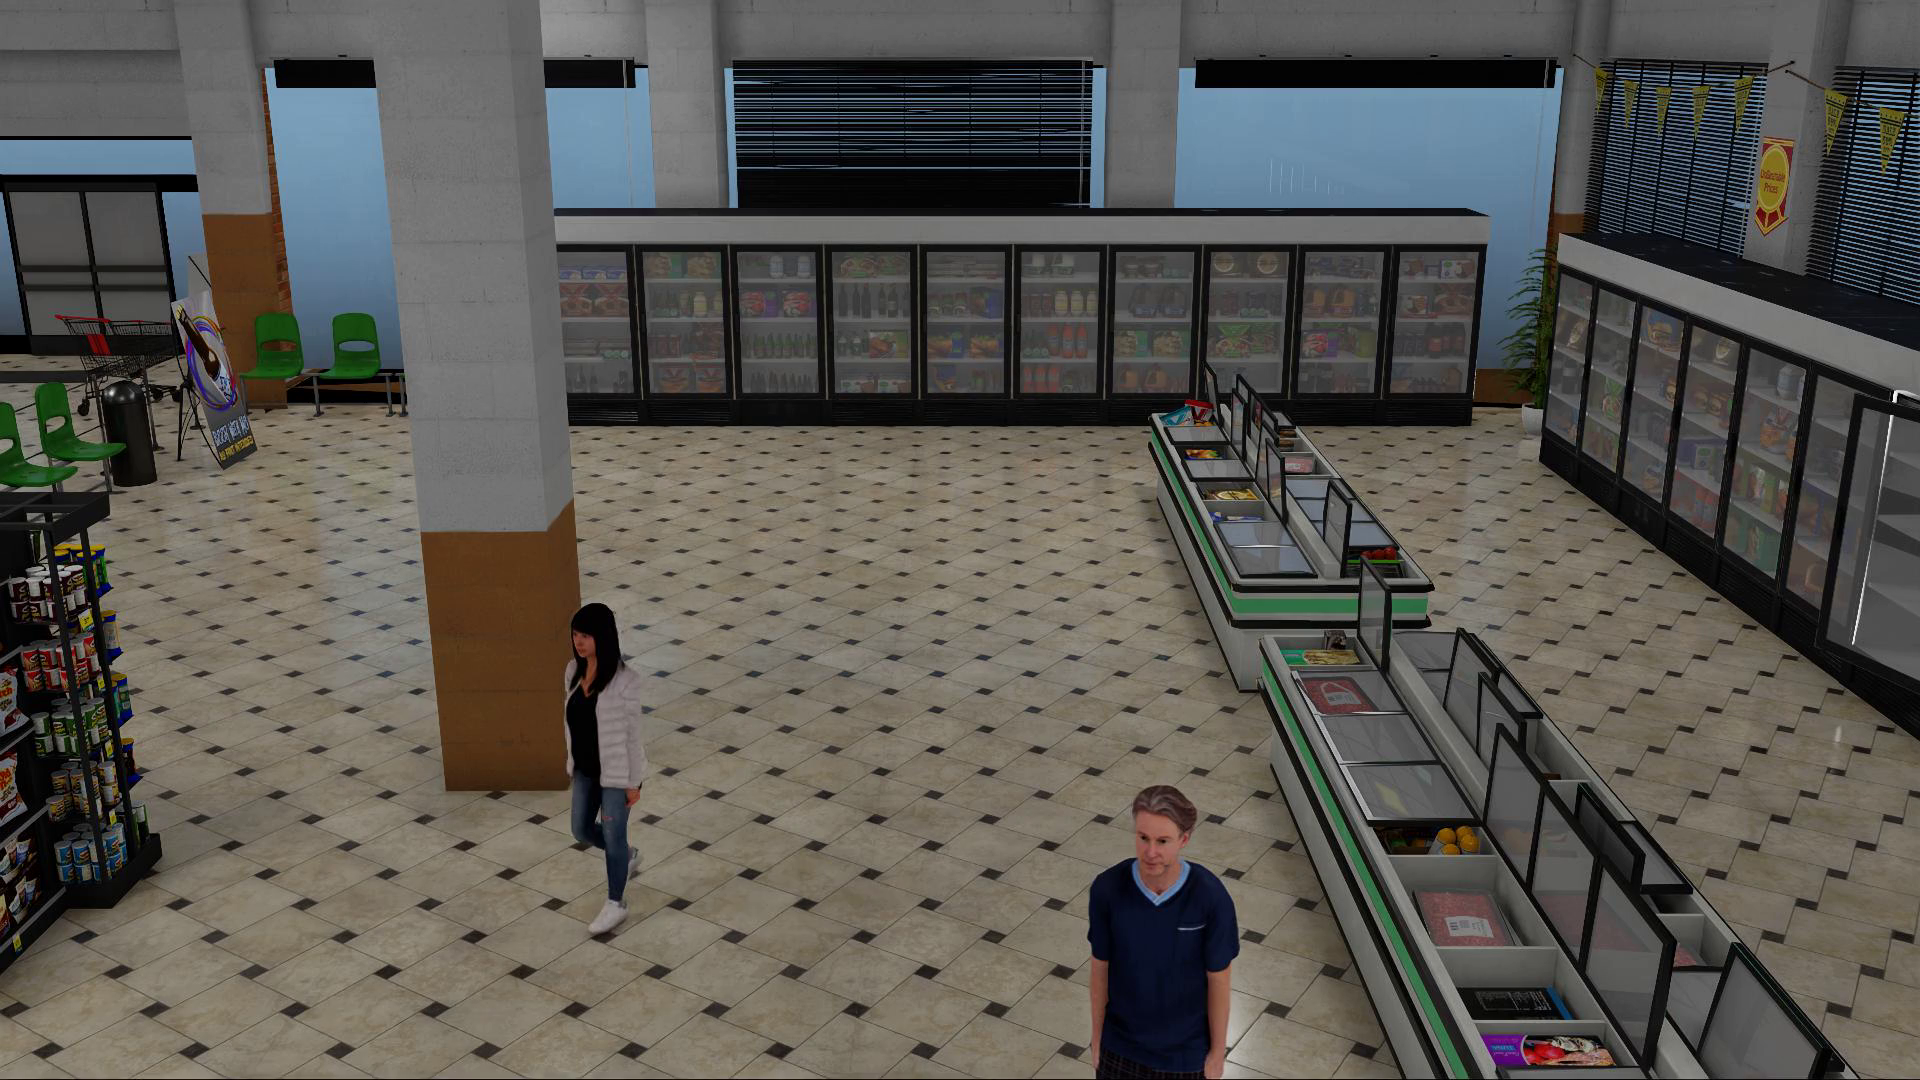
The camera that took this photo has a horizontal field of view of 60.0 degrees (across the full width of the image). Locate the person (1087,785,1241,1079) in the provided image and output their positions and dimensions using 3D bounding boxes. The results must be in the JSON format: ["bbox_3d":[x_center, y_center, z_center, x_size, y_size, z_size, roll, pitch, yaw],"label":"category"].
[{"bbox_3d":[0.656,1.672,5.572,0.713,1.868,0.650,5,18,16],"label":"person"}]

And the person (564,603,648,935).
[{"bbox_3d":[-1.649,1.063,7.993,0.774,1.628,0.850,8,19,25],"label":"person"}]
